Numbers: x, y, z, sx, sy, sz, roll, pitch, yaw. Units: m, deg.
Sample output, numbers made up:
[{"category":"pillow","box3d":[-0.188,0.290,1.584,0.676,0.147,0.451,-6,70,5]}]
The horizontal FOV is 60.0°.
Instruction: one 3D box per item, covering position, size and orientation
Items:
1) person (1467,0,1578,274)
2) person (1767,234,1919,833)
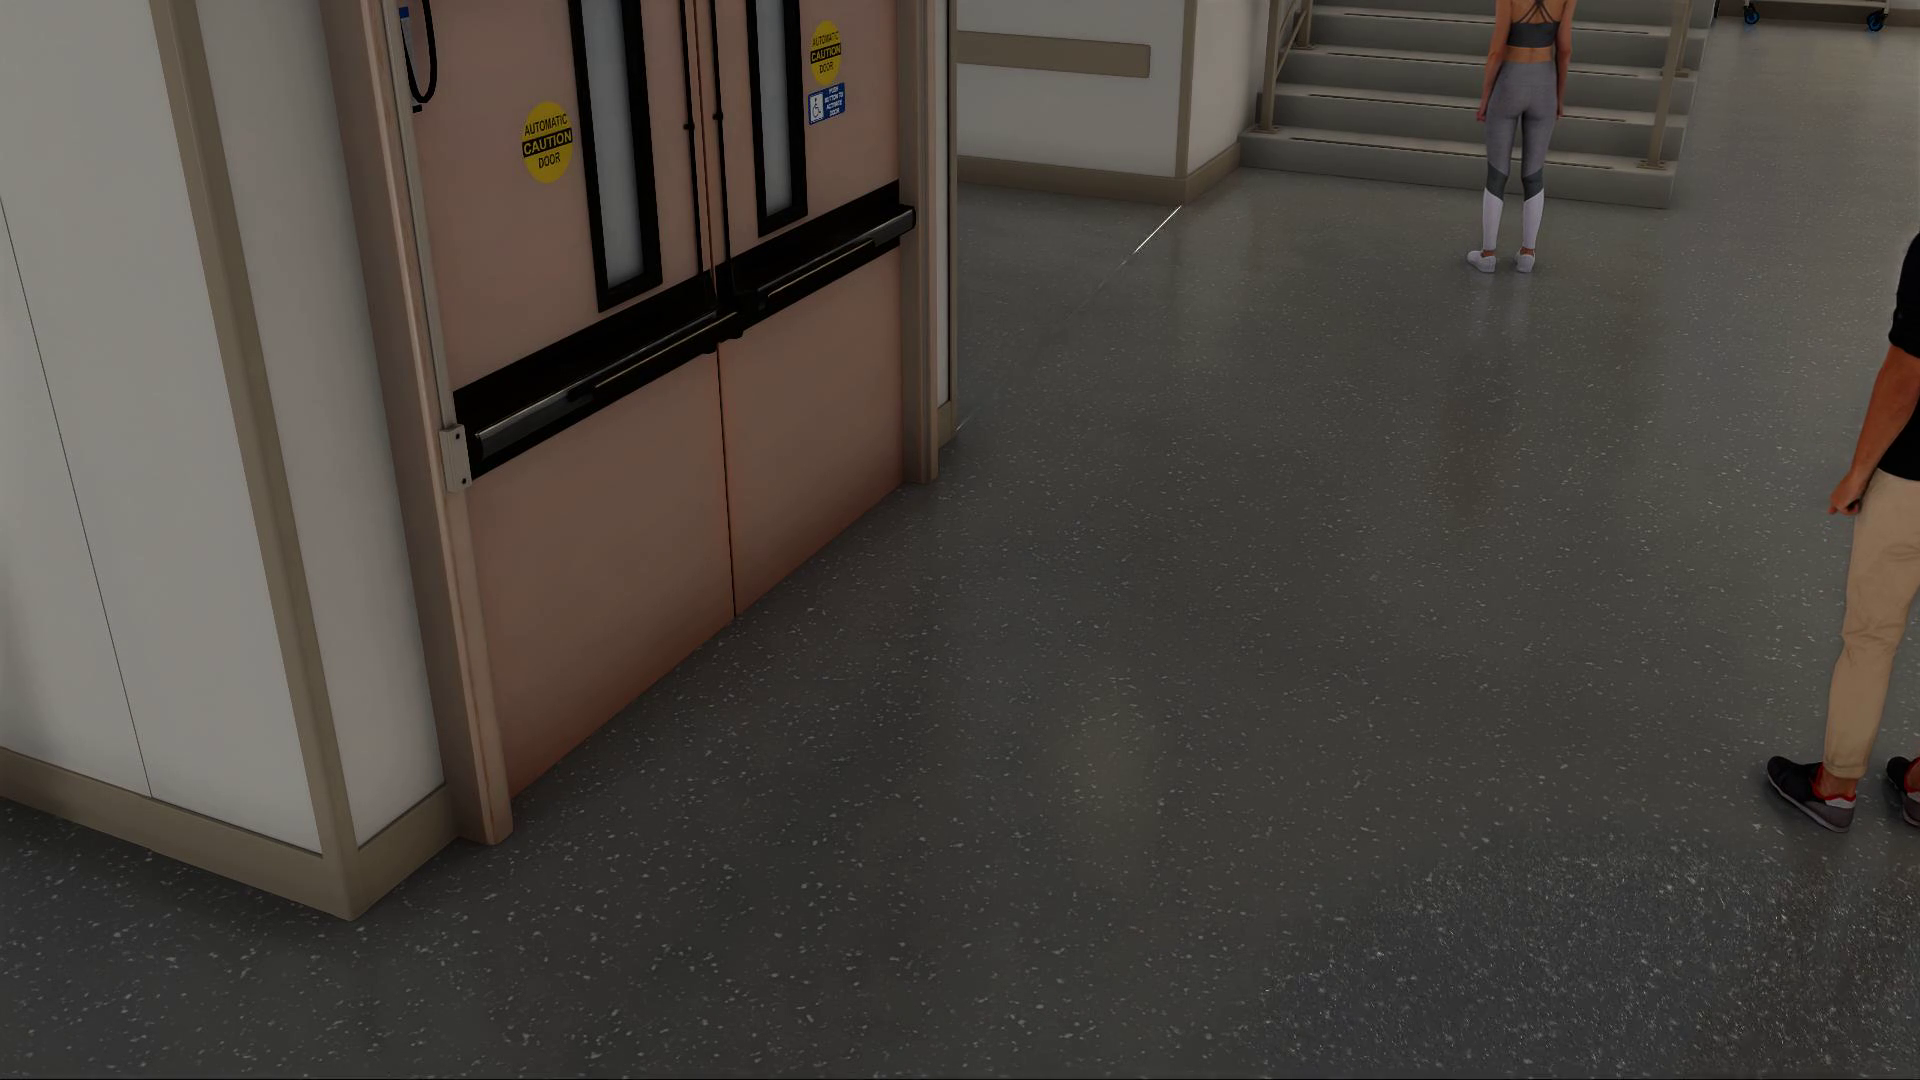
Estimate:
[{"category":"person","box3d":[2.802,-2.190,8.287,0.638,1.702,0.627,1,26,3]},{"category":"person","box3d":[2.314,-0.149,3.877,0.704,1.856,0.683,-1,26,-1]}]
